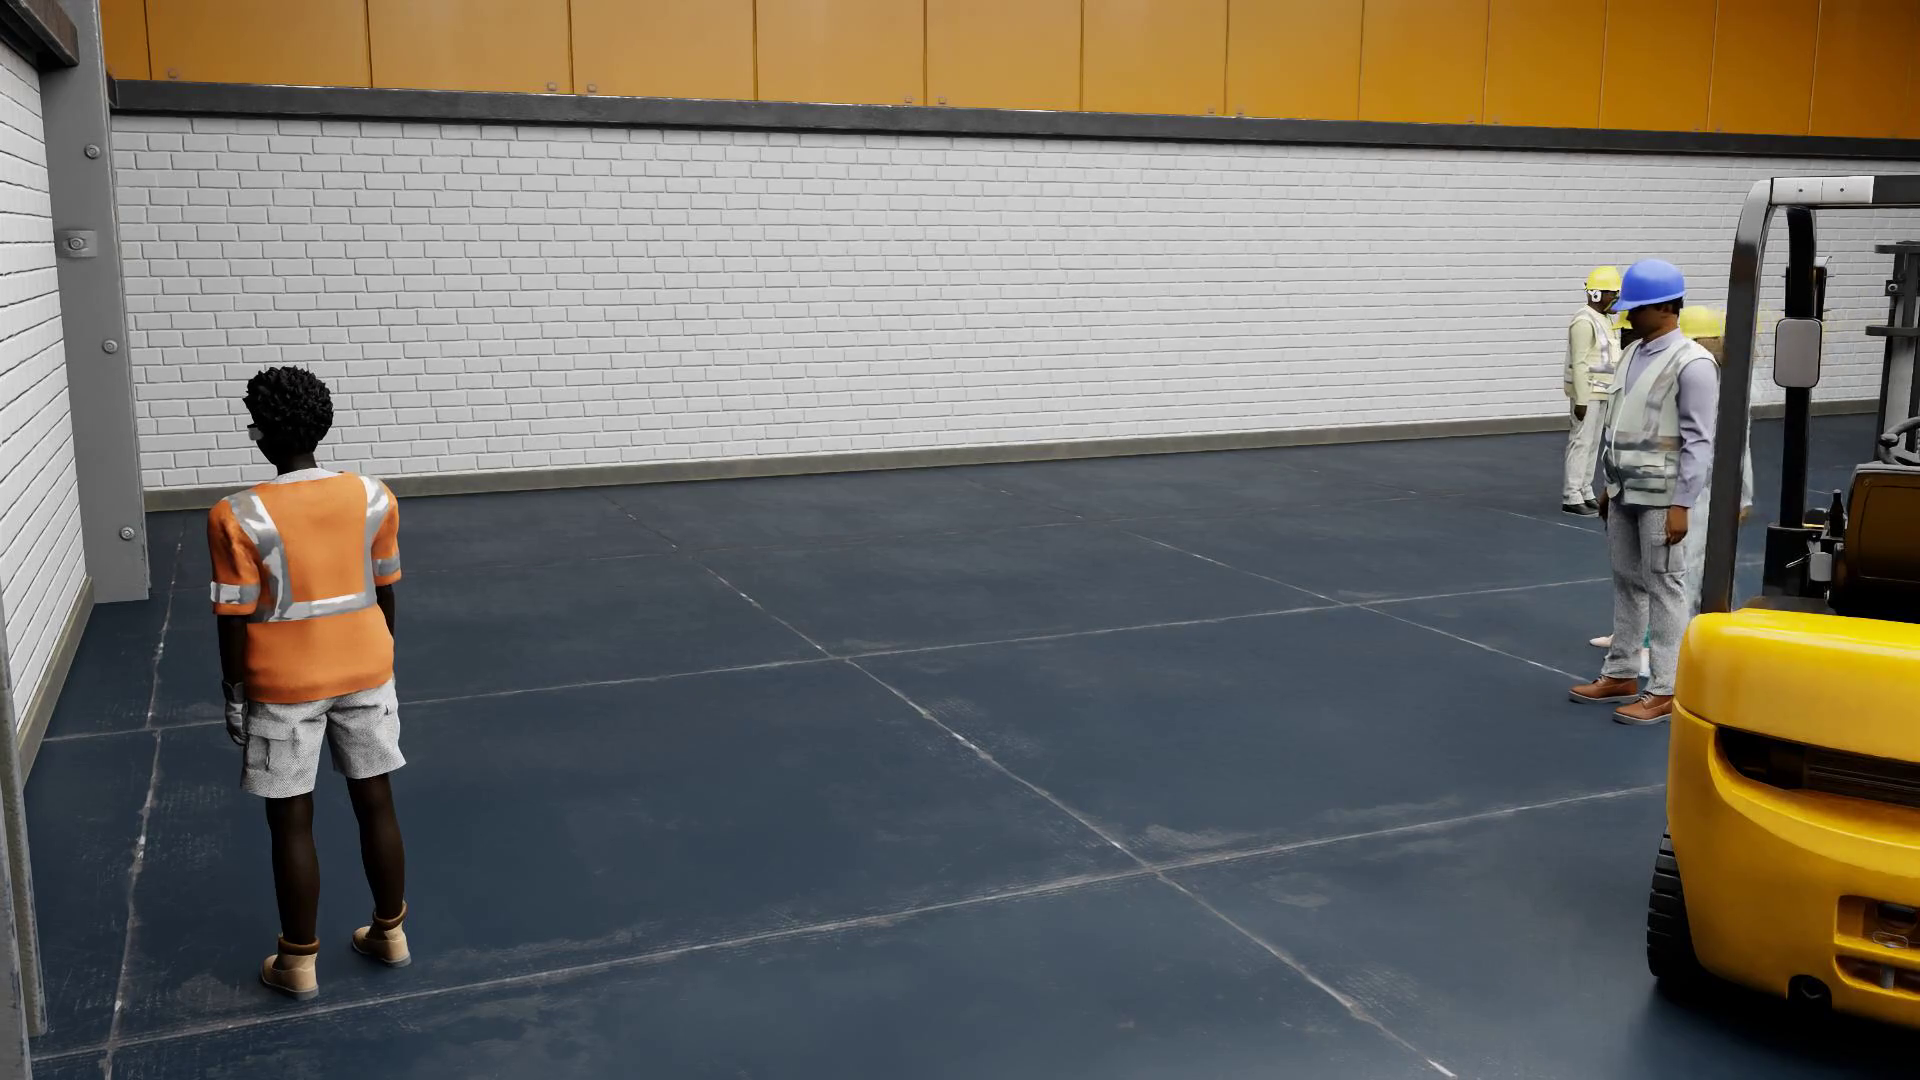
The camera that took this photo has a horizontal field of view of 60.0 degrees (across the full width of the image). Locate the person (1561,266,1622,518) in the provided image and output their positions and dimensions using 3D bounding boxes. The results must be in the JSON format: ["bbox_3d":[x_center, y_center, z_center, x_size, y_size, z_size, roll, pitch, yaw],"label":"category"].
[{"bbox_3d":[4.622,-1.076,12.143,0.403,1.825,0.591,7,13,34],"label":"person"}]

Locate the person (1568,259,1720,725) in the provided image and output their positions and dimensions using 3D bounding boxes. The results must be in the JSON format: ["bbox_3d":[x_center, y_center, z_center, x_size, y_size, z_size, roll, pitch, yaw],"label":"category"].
[{"bbox_3d":[2.881,-0.198,6.980,0.402,1.937,0.604,-2,10,-10],"label":"person"}]

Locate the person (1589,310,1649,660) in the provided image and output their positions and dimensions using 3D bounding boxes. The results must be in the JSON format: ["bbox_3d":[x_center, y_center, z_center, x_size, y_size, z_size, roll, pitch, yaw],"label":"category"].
[{"bbox_3d":[3.241,-0.287,7.951,0.329,1.765,0.526,2,11,13],"label":"person"}]

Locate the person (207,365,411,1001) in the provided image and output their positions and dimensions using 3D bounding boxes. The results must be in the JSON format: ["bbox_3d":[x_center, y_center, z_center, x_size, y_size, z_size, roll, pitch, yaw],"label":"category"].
[{"bbox_3d":[-1.731,0.382,4.466,0.320,1.694,0.531,9,14,41],"label":"person"}]

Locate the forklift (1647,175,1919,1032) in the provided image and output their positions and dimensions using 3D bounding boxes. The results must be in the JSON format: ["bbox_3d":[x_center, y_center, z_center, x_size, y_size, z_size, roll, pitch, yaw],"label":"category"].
[{"bbox_3d":[2.810,0.094,4.662,1.214,2.155,2.313,7,12,34],"label":"forklift"}]

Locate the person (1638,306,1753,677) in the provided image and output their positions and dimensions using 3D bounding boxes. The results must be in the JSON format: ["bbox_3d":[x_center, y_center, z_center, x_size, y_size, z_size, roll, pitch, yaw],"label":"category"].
[{"bbox_3d":[3.326,-0.216,7.699,0.819,1.705,0.480,-4,11,-19],"label":"person"}]
